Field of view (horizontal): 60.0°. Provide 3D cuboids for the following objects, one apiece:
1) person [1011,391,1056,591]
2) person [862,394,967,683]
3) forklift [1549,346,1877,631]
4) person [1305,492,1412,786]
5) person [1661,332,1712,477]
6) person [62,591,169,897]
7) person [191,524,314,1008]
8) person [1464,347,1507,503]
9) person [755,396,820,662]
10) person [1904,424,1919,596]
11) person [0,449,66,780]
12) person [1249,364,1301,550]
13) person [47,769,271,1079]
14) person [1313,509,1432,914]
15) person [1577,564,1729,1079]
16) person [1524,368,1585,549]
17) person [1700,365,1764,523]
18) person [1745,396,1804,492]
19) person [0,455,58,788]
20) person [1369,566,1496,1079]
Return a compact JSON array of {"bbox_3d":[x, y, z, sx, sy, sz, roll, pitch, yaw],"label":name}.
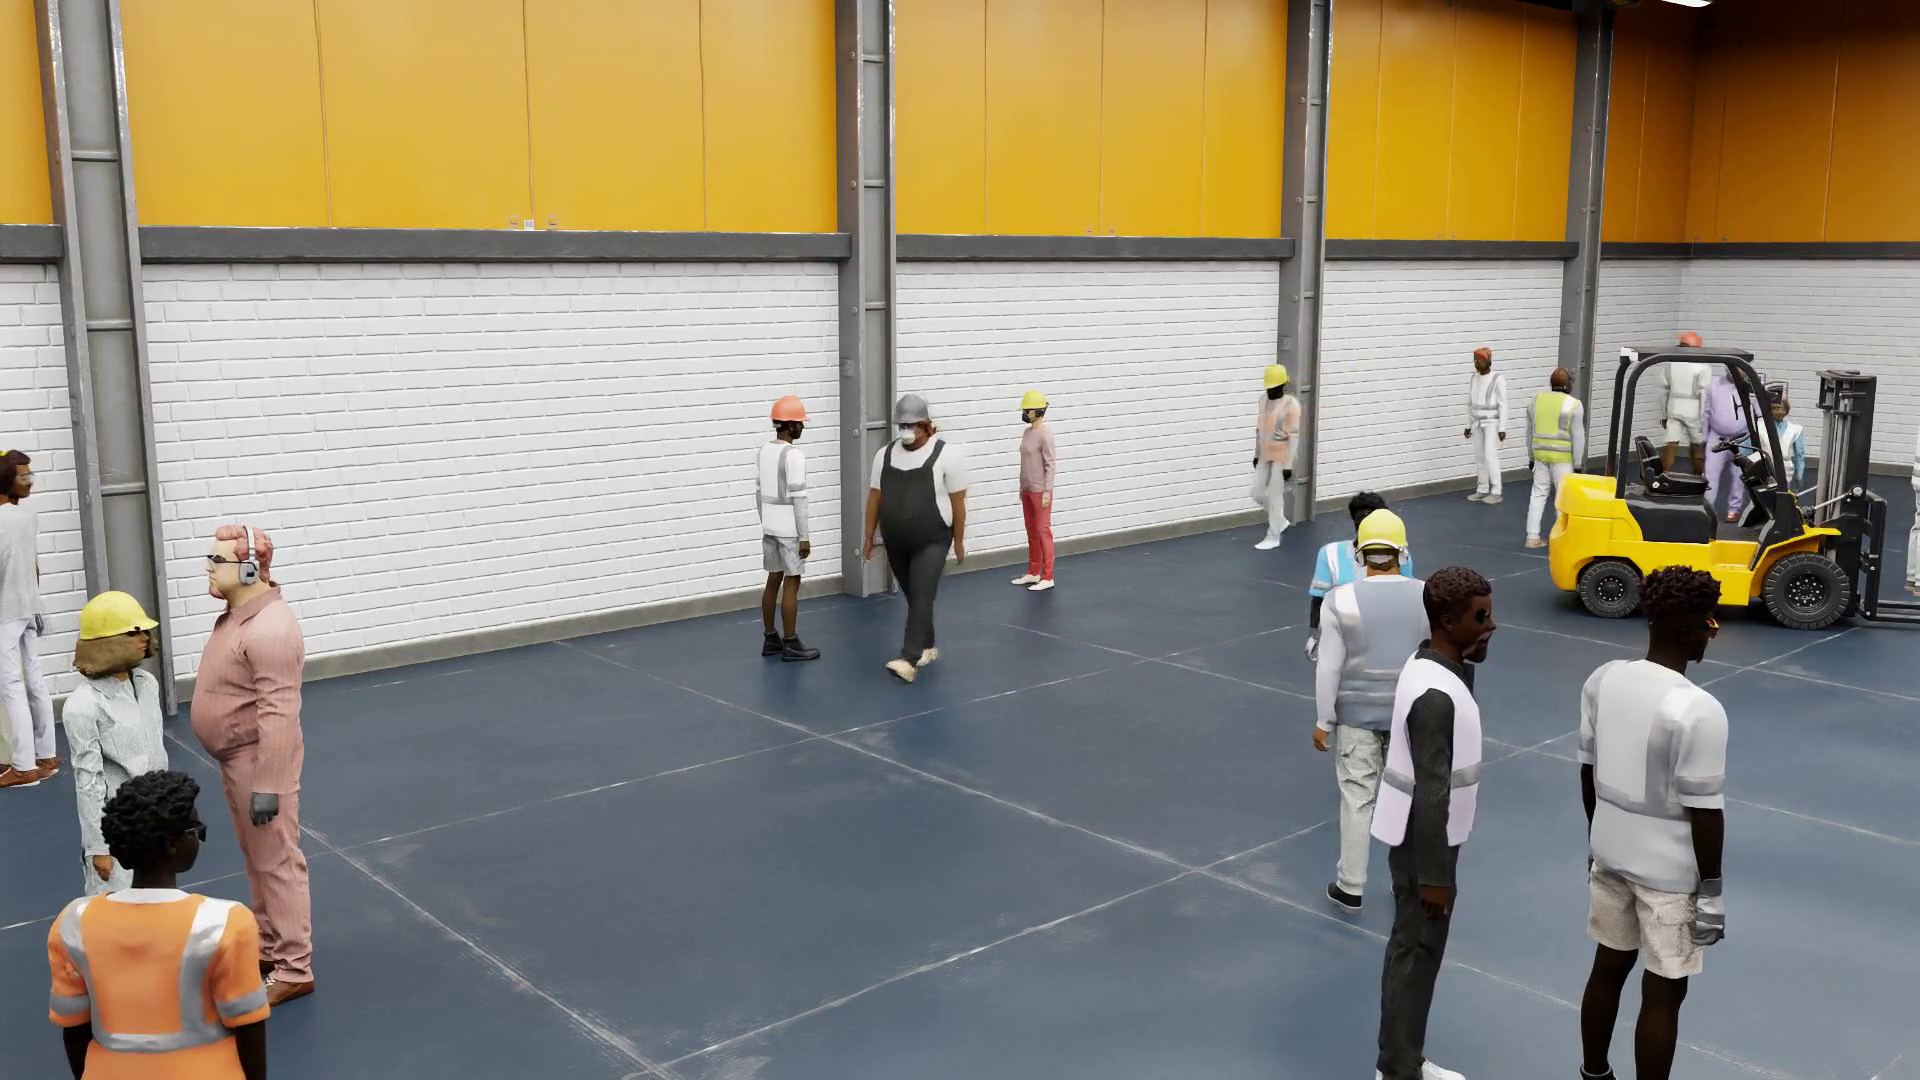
[{"bbox_3d":[0.654,-0.437,14.702,0.315,1.767,0.535,-4,11,-23],"label":"person"},{"bbox_3d":[-0.363,-0.050,11.632,0.694,2.000,1.028,5,11,27],"label":"person"},{"bbox_3d":[6.109,-0.478,13.691,2.313,2.155,1.214,3,10,16],"label":"forklift"},{"bbox_3d":[2.152,0.577,9.062,0.544,1.664,0.815,4,11,24],"label":"person"},{"bbox_3d":[9.002,-1.555,20.548,1.019,1.997,0.641,-9,13,-43],"label":"person"},{"bbox_3d":[-3.029,1.046,6.082,0.288,1.746,0.487,0,10,3],"label":"person"},{"bbox_3d":[-2.794,0.881,6.560,0.410,1.913,0.643,-7,12,-34],"label":"person"},{"bbox_3d":[6.269,-1.369,19.867,0.392,1.871,0.604,-4,10,-21],"label":"person"},{"bbox_3d":[-1.254,-0.086,12.145,0.375,1.935,0.550,-8,12,-39],"label":"person"},{"bbox_3d":[8.451,-0.445,14.409,0.356,1.882,0.573,3,10,17],"label":"person"},{"bbox_3d":[-5.331,0.418,9.406,0.311,1.865,0.532,-2,10,-13],"label":"person"},{"bbox_3d":[3.126,-0.825,16.615,0.501,1.882,0.680,-5,11,-27],"label":"person"},{"bbox_3d":[-1.953,1.402,4.126,0.536,1.699,0.322,1,10,4],"label":"person"},{"bbox_3d":[1.870,0.772,7.448,0.589,1.827,0.404,0,10,-2],"label":"person"},{"bbox_3d":[2.275,1.043,5.447,0.361,1.965,0.613,-3,10,-17],"label":"person"},{"bbox_3d":[5.983,-0.801,16.687,0.557,1.837,0.637,-7,12,-36],"label":"person"},{"bbox_3d":[8.406,-1.090,18.186,0.675,1.873,0.804,8,12,38],"label":"person"},{"bbox_3d":[7.918,-0.618,16.219,0.522,1.614,0.770,2,10,11],"label":"person"},{"bbox_3d":[-5.296,0.441,9.246,0.328,1.876,0.508,0,10,1],"label":"person"},{"bbox_3d":[1.597,1.029,5.675,0.386,1.918,0.590,3,10,16],"label":"person"}]
